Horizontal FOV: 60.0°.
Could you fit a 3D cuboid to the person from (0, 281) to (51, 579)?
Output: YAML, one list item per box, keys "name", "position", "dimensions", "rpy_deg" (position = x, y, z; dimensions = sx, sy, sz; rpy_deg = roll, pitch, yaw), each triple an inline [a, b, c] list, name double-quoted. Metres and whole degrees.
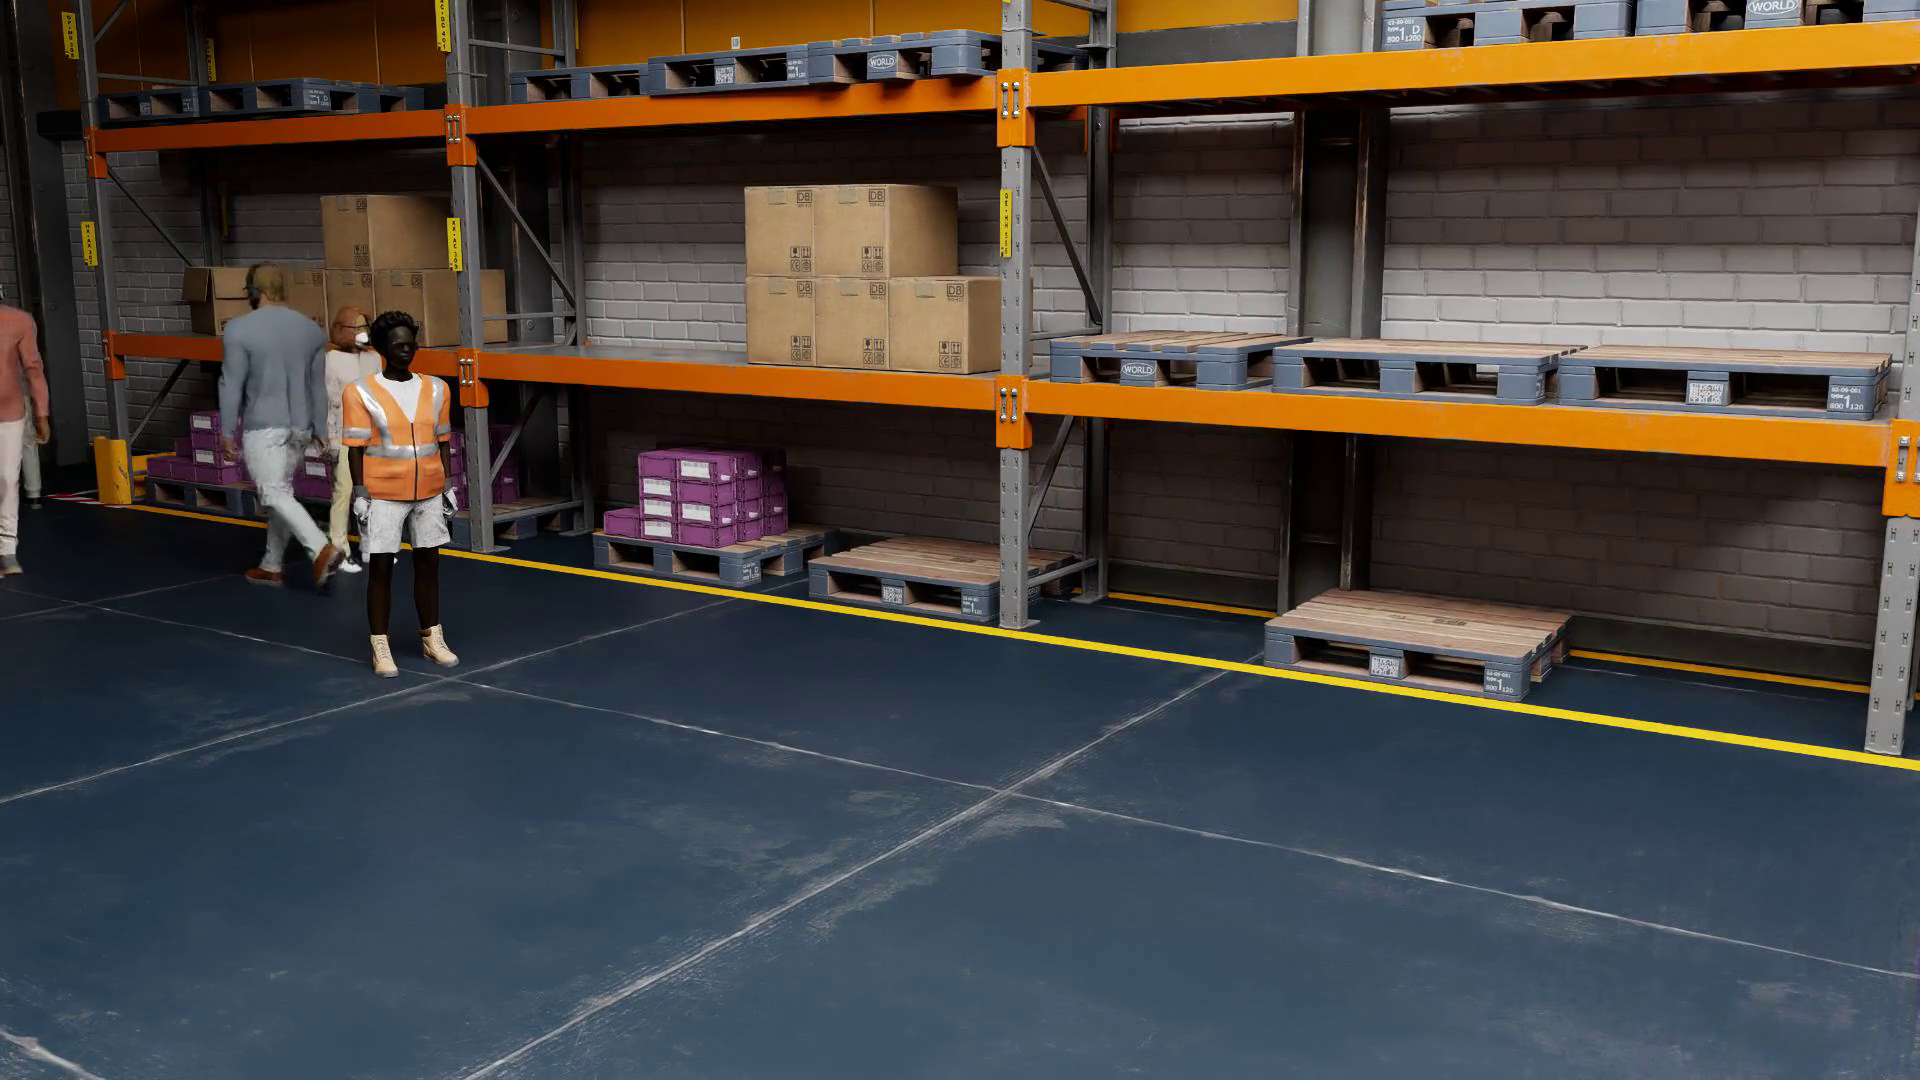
- name: "person"
  position: [-5.741, -0.739, 9.889]
  dimensions: [0.646, 1.976, 0.647]
  rpy_deg: [-10, 14, -44]

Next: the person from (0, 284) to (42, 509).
- name: "person"
  position: [-7.153, -1.107, 12.373]
  dimensions: [0.403, 1.822, 0.589]
  rpy_deg: [7, 13, 36]

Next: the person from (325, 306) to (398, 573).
- name: "person"
  position: [-3.705, -0.617, 10.208]
  dimensions: [0.283, 1.626, 0.505]
  rpy_deg: [4, 11, 23]

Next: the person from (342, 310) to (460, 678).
- name: "person"
  position: [-2.604, -0.218, 7.784]
  dimensions: [0.535, 1.700, 0.318]
  rpy_deg: [-9, 14, -42]

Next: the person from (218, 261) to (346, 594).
- name: "person"
  position: [-3.849, -0.631, 9.518]
  dimensions: [0.886, 1.907, 0.676]
  rpy_deg: [6, 12, 30]
